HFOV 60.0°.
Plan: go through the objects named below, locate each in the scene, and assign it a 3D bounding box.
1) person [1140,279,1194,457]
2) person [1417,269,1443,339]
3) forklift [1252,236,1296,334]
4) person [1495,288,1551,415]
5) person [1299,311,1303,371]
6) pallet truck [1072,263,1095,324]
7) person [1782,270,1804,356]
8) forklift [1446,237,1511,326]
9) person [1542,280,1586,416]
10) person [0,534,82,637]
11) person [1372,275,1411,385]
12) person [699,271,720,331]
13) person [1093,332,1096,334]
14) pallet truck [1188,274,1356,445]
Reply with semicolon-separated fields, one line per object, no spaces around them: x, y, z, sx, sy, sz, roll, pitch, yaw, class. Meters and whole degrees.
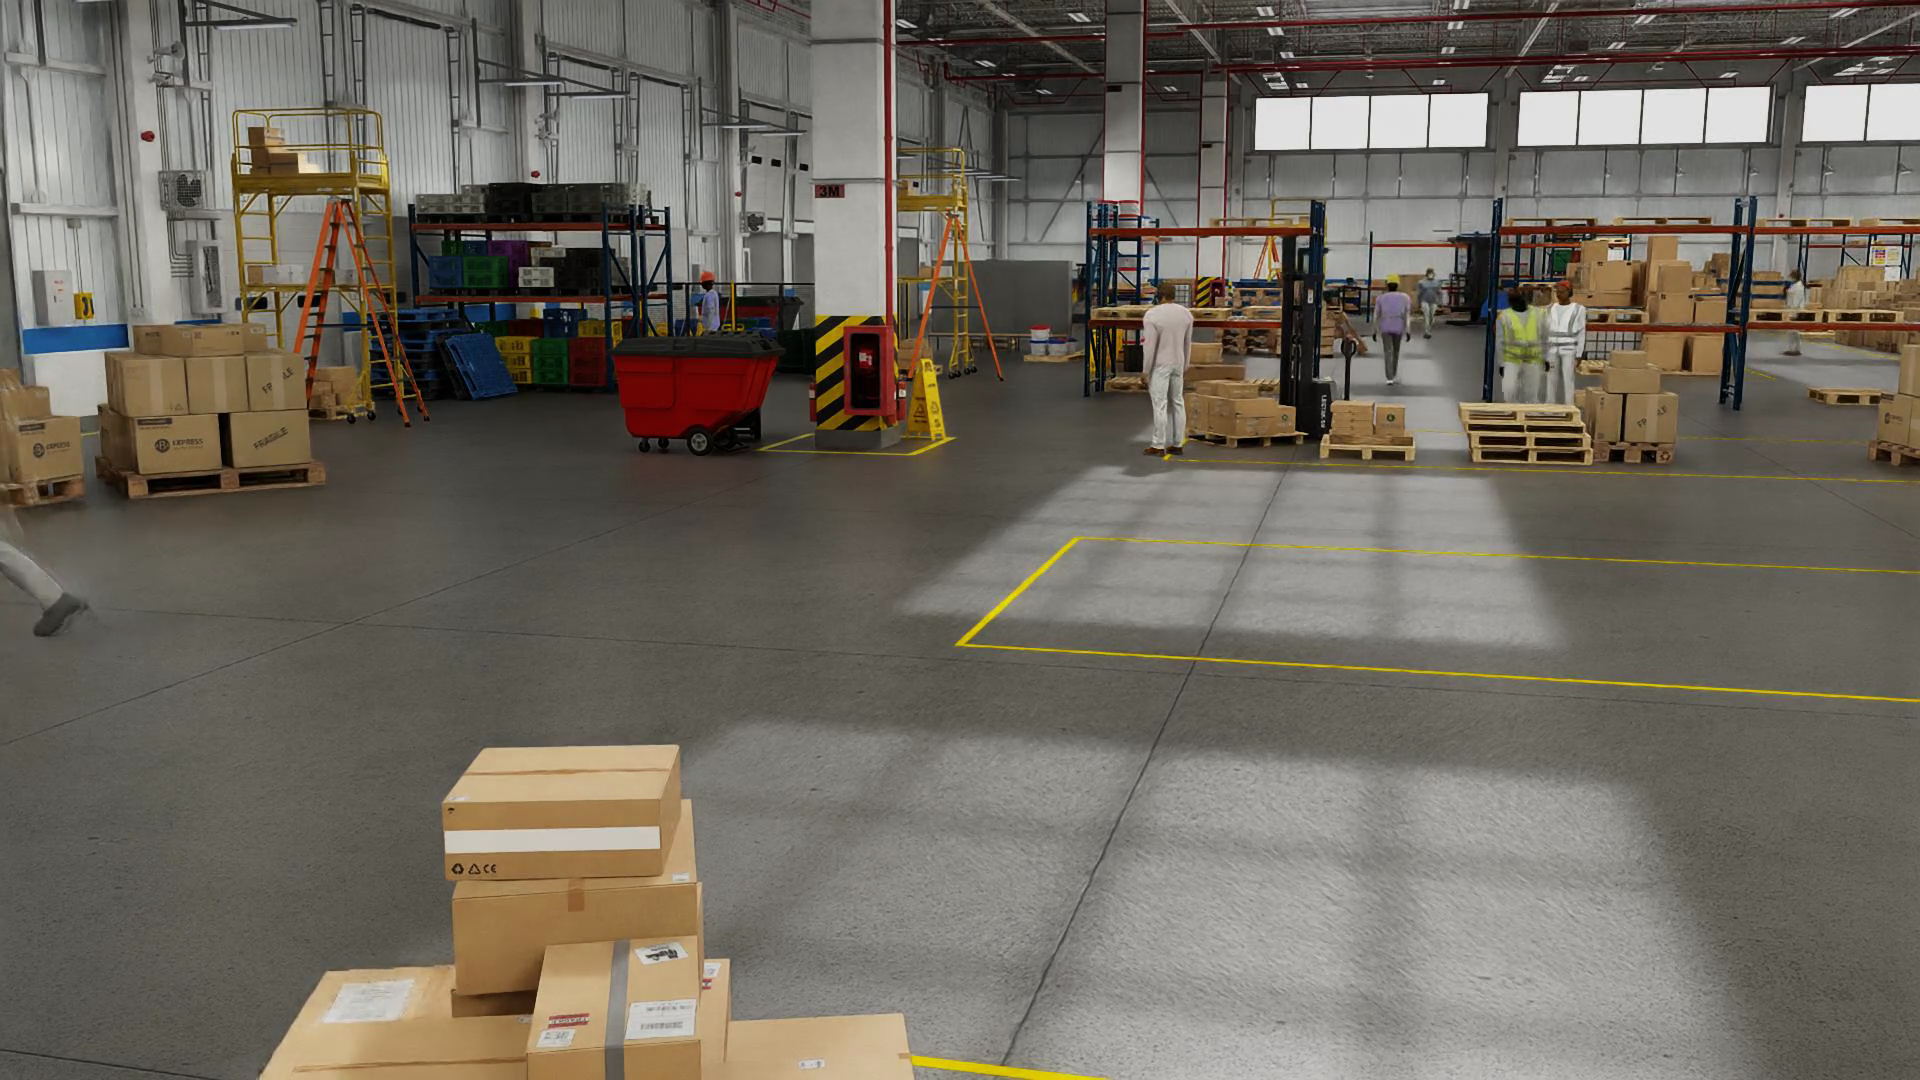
2.252;-1.877;18.226;0.627;1.940;0.372;-5;11;-28;person
12.577;-6.319;44.579;0.638;1.890;1.026;0;10;0;person
8.643;-6.720;43.971;1.873;2.768;1.129;2;10;14;forklift
6.989;-2.196;20.532;0.750;1.809;0.433;1;10;7;person
6.713;-4.094;31.875;0.485;1.739;0.320;-8;13;-40;person
4.325;-8.180;55.162;0.823;1.965;1.885;6;11;31;pallet truck
18.554;-5.037;36.979;0.357;1.899;0.706;4;10;21;person
16.480;-8.160;52.451;1.873;2.768;1.129;1;10;3;forklift
7.886;-2.457;21.800;0.337;1.882;0.584;-9;13;-43;person
-5.535;-0.346;9.307;0.947;1.913;0.592;-8;12;-39;person
7.431;-3.628;28.697;0.610;1.874;0.999;1;10;7;person
-4.449;-3.793;29.510;0.359;1.938;0.547;0;10;-2;person
3.750;-5.921;42.821;0.685;1.673;0.535;-4;10;-23;person
3.653;-2.138;19.590;1.885;1.965;0.823;-4;10;-20;pallet truck
